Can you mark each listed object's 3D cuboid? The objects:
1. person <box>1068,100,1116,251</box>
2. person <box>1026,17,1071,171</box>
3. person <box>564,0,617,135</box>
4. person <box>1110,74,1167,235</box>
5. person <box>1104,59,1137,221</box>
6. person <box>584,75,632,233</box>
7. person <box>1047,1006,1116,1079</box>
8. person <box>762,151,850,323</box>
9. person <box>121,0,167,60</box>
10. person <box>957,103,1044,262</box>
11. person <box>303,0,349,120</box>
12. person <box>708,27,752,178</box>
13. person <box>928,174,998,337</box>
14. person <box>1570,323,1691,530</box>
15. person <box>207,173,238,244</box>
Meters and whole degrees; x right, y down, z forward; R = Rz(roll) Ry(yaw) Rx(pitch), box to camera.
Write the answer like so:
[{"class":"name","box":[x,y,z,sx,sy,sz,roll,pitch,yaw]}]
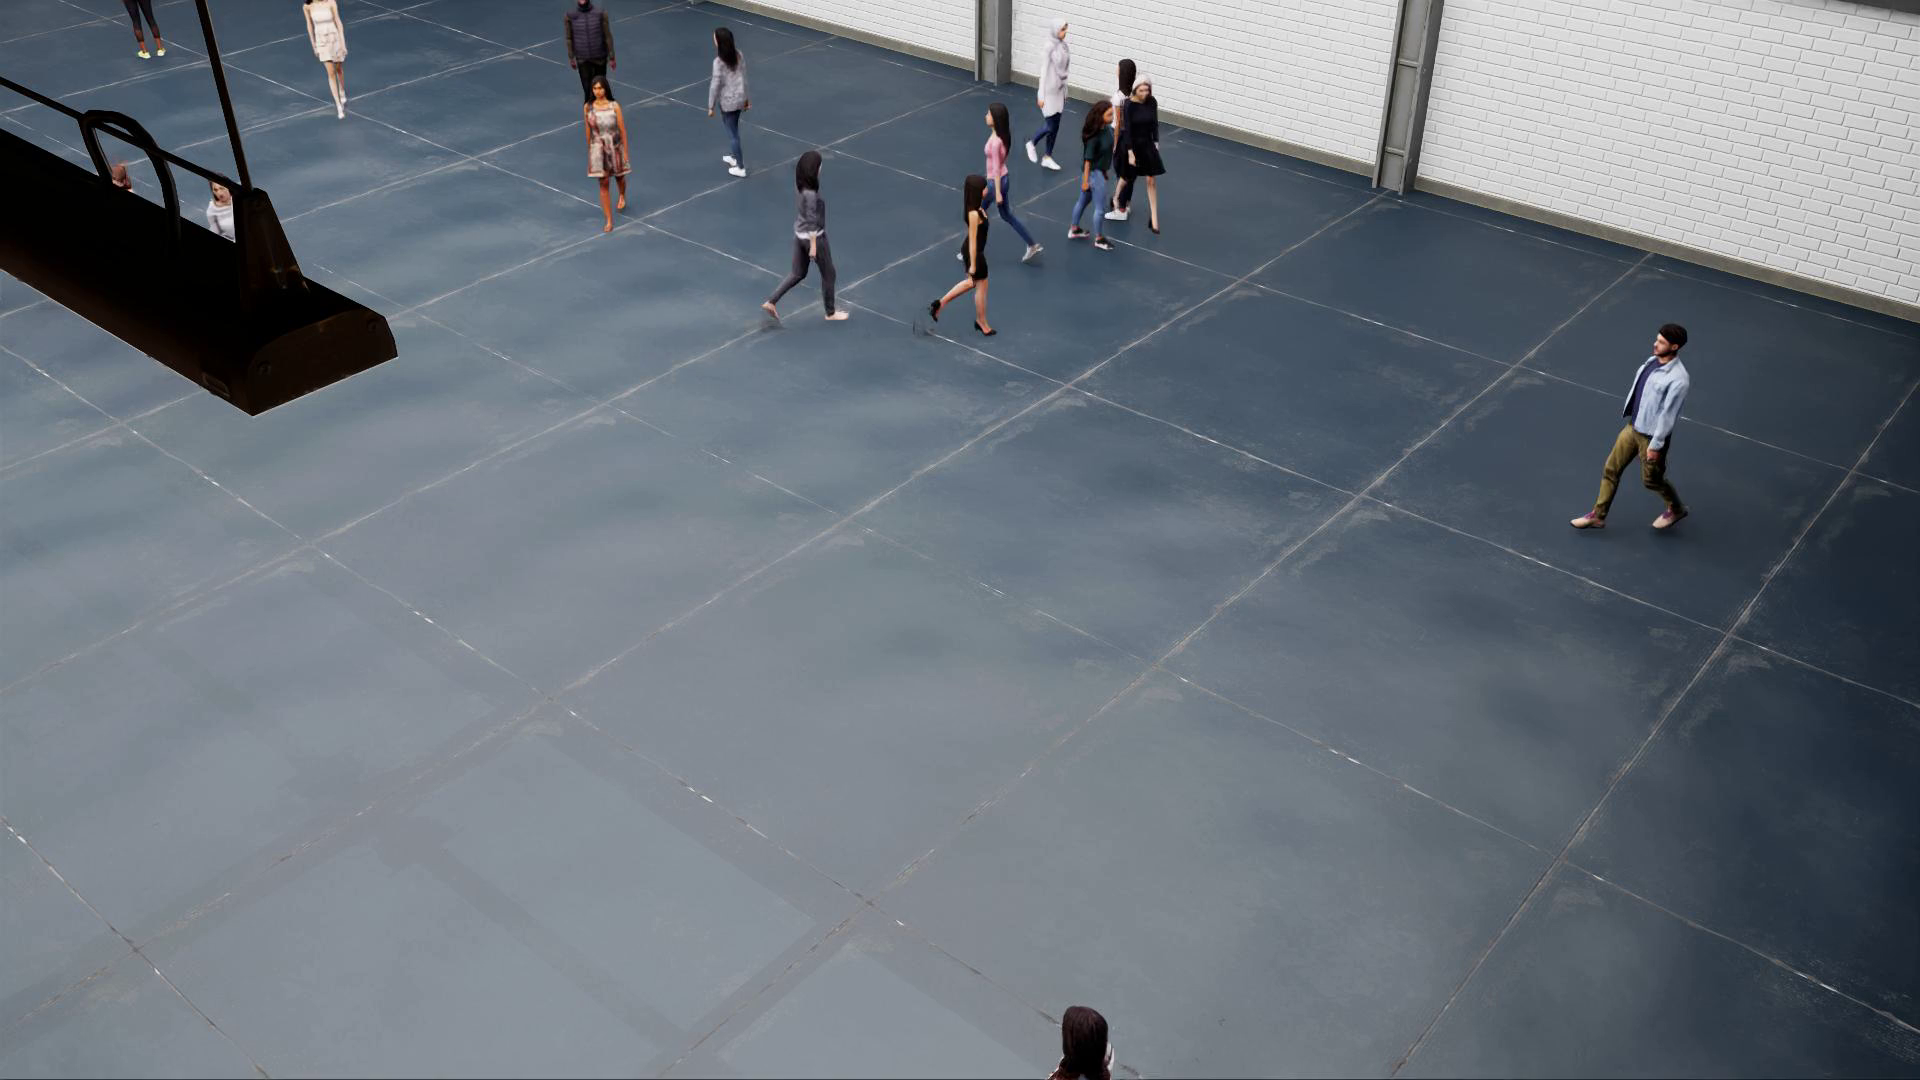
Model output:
[{"class":"person","box":[1.382,-3.881,17.574,0.889,1.588,0.732,10,35,15]},{"class":"person","box":[1.009,-5.217,19.428,0.640,1.763,0.685,-27,42,-35]},{"class":"person","box":[-4.519,-5.930,20.469,1.099,1.797,1.201,-7,34,-10]},{"class":"person","box":[1.856,-4.195,17.940,0.896,1.706,1.116,-18,38,-25]},{"class":"person","box":[1.787,-4.370,18.141,0.597,1.775,0.636,15,36,21]},{"class":"person","box":[-3.819,-4.273,18.151,1.101,1.602,1.135,-1,34,-1]},{"class":"person","box":[0.598,2.741,7.598,0.663,1.604,0.646,17,37,24]},{"class":"person","box":[-1.523,-2.842,15.884,0.923,1.730,1.078,-16,37,-22]},{"class":"person","box":[-11.391,-7.556,22.955,0.613,1.753,0.577,-22,39,-29]},{"class":"person","box":[0.462,-3.640,17.106,1.193,1.705,0.940,7,34,10]},{"class":"person","box":[-7.959,-6.258,21.061,0.906,1.687,1.108,-11,35,-16]},{"class":"person","box":[-2.587,-5.028,19.180,0.759,1.721,0.650,26,42,34]},{"class":"person","box":[0.052,-2.672,15.715,0.957,1.633,0.904,-3,34,-4]},{"class":"person","box":[5.379,-0.810,12.784,1.218,1.776,1.177,-4,34,-7]},{"class":"person","box":[-6.860,-2.759,15.863,0.719,1.614,0.720,-16,37,-23]}]
